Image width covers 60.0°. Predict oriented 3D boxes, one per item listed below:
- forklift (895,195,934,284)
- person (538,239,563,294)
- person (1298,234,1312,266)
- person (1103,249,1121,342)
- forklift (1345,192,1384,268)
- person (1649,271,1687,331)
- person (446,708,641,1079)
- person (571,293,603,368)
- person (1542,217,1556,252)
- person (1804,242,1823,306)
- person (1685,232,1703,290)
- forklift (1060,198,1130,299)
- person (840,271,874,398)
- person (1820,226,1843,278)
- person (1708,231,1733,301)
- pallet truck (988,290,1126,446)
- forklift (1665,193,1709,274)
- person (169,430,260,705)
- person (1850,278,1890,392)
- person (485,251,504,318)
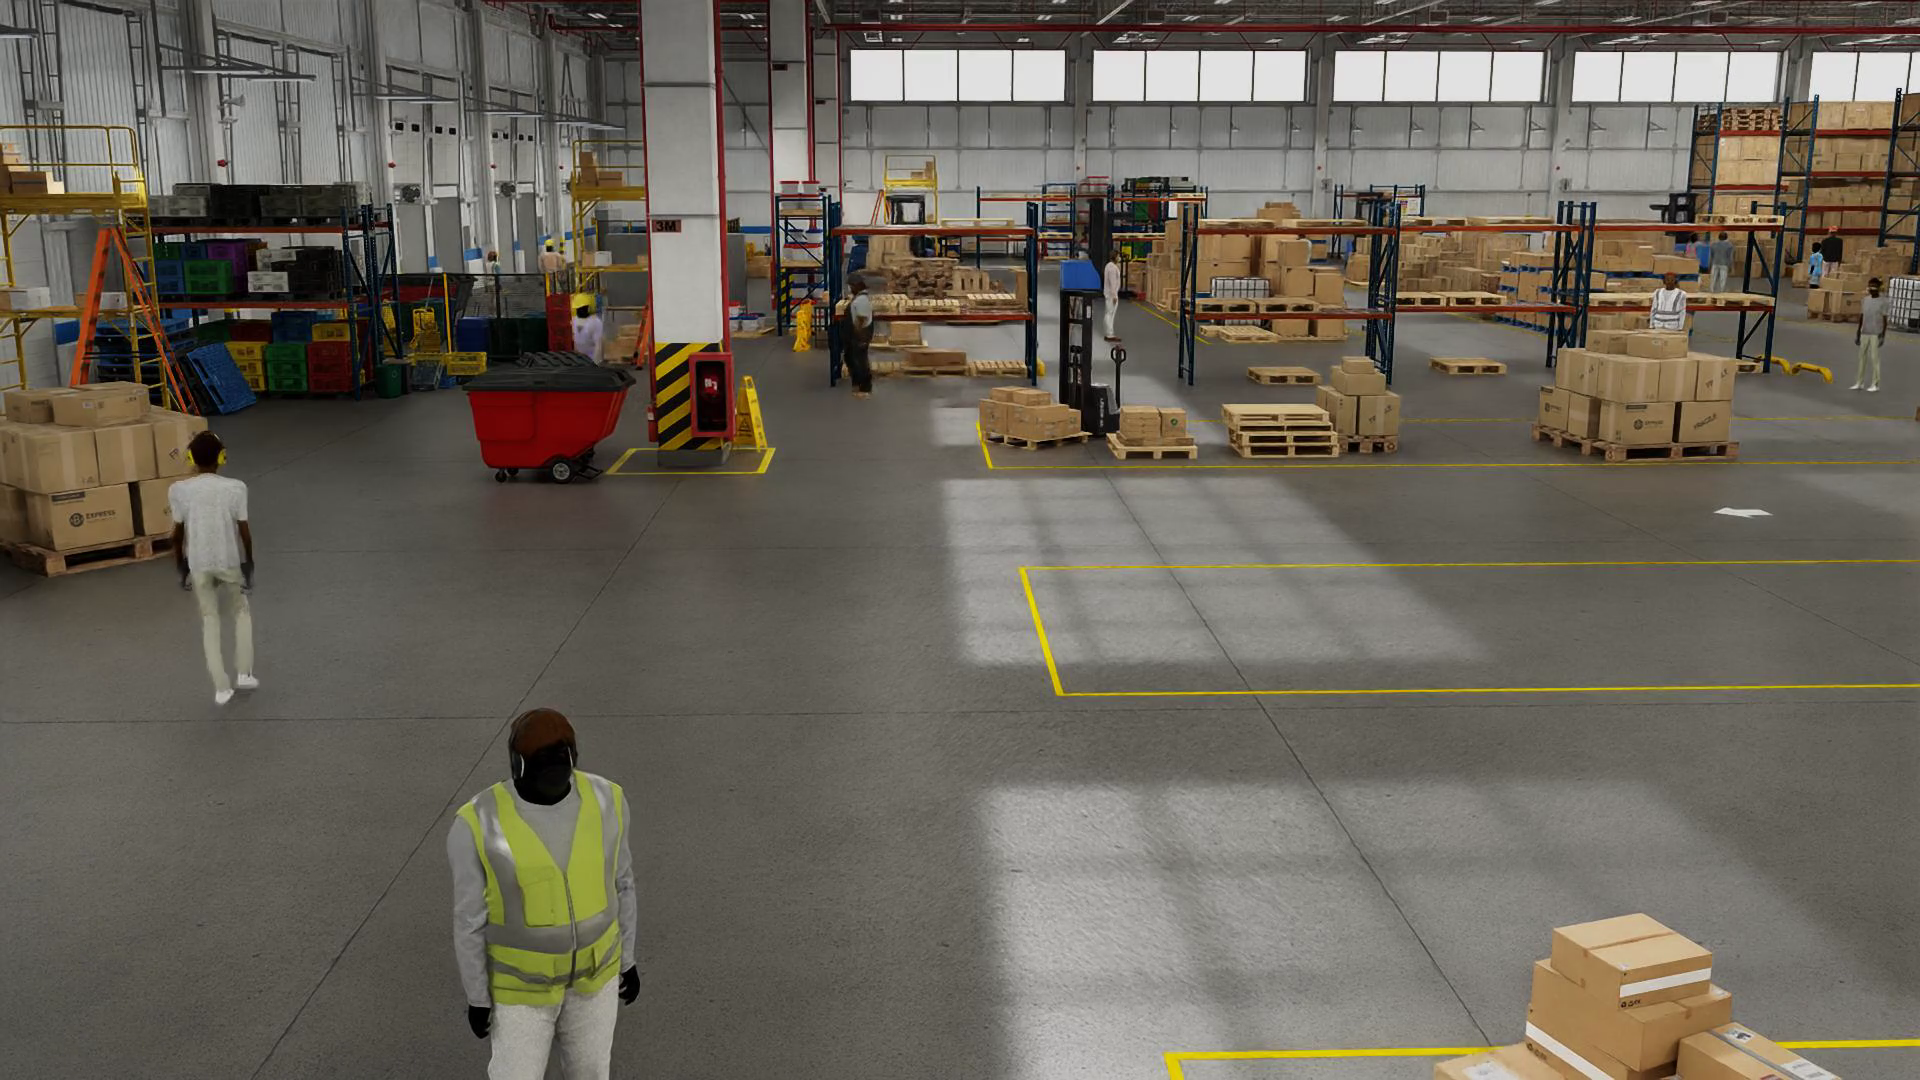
[{"bbox_3d":[-1.555,-9.617,53.143,1.129,2.768,1.873,3,13,14],"label":"forklift"},{"bbox_3d":[-10.256,-6.595,41.767,0.607,1.888,0.978,-5,13,-22],"label":"person"},{"bbox_3d":[9.725,-7.865,47.386,0.629,1.936,0.373,-8,15,-33],"label":"person"},{"bbox_3d":[3.219,-5.159,35.158,0.371,1.941,0.627,-1,13,-4],"label":"person"},{"bbox_3d":[14.685,-11.108,59.875,1.129,2.768,1.873,0,12,-2],"label":"forklift"},{"bbox_3d":[12.105,-3.660,28.515,0.584,1.883,0.347,12,17,43],"label":"person"},{"bbox_3d":[-1.351,1.448,5.543,0.626,1.846,0.429,-8,15,-33],"label":"person"},{"bbox_3d":[-5.334,-2.572,23.652,0.596,1.856,1.015,7,14,29],"label":"person"},{"bbox_3d":[21.440,-10.759,60.448,0.551,1.933,0.370,12,17,43],"label":"person"},{"bbox_3d":[22.871,-7.110,44.514,0.537,1.696,0.321,-11,17,-41],"label":"person"},{"bbox_3d":[21.543,-8.115,48.776,0.604,1.827,0.630,-1,13,-5],"label":"person"},{"bbox_3d":[3.798,-8.210,46.791,1.873,2.768,1.129,0,12,-2],"label":"forklift"},{"bbox_3d":[-1.663,-3.267,26.382,0.595,2.000,0.711,-1,13,-5],"label":"person"},{"bbox_3d":[25.461,-8.175,48.648,0.608,1.995,0.377,4,13,16],"label":"person"},{"bbox_3d":[21.101,-7.599,46.176,0.635,1.936,0.351,8,15,34],"label":"person"},{"bbox_3d":[1.257,-2.299,22.111,1.885,1.965,0.823,-9,15,-35],"label":"pallet truck"},{"bbox_3d":[24.823,-10.544,57.328,1.129,2.768,1.873,-4,13,-16],"label":"forklift"},{"bbox_3d":[-5.052,0.178,11.278,0.512,1.852,0.570,-4,13,-19],"label":"person"},{"bbox_3d":[14.918,-3.361,27.230,0.333,1.860,0.526,-6,14,-25],"label":"person"},{"bbox_3d":[-11.468,-6.267,40.866,0.515,1.633,0.312,10,16,39],"label":"person"}]
